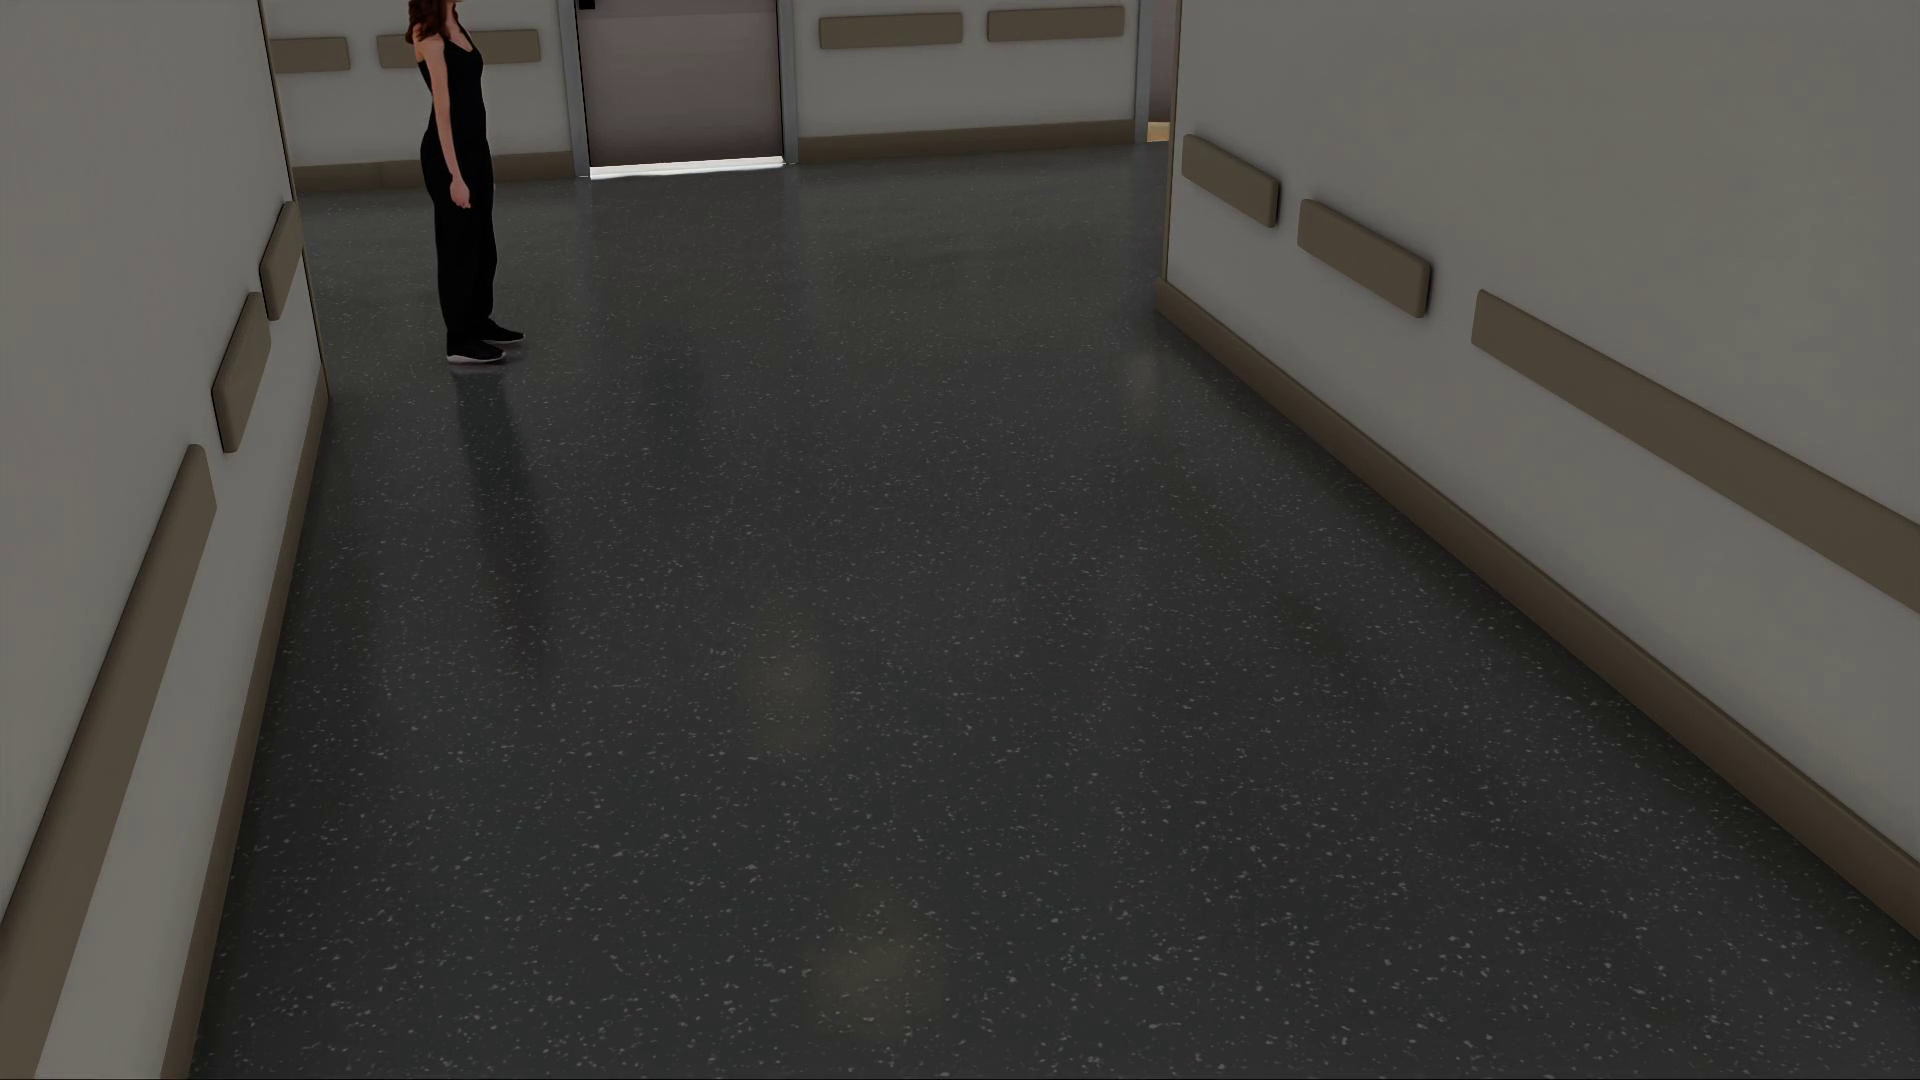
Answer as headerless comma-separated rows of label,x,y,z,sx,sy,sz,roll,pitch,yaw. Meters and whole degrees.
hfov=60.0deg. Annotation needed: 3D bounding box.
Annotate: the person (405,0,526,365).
person,-2.151,-1.623,7.071,0.622,1.746,0.632,2,26,4
